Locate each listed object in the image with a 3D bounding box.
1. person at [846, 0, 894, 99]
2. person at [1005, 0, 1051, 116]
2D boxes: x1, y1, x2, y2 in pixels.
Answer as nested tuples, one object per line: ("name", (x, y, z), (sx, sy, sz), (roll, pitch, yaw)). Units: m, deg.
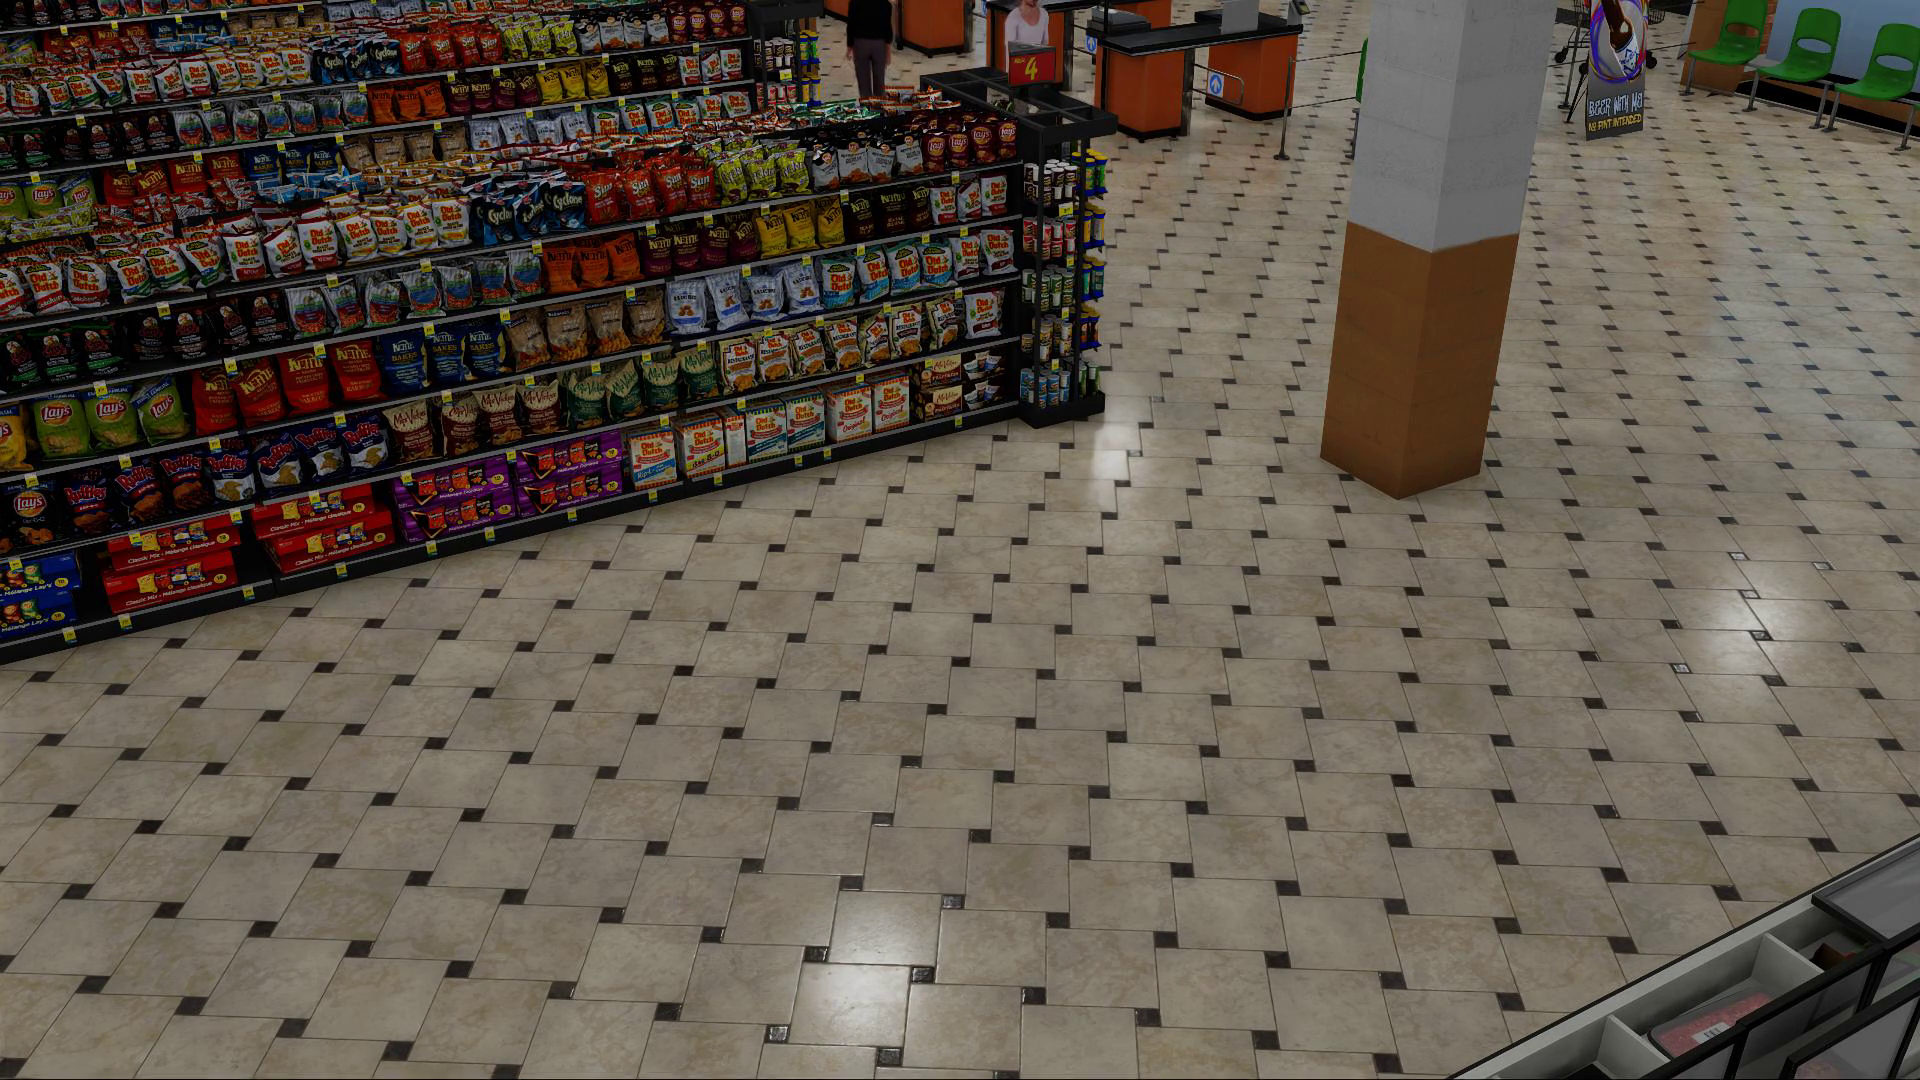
("person", (-0.895, -4.856, 16.785), (0.963, 1.642, 0.855), (-7, 29, -12))
("person", (0.586, -4.472, 15.888), (0.649, 1.826, 0.789), (-21, 35, -33))
